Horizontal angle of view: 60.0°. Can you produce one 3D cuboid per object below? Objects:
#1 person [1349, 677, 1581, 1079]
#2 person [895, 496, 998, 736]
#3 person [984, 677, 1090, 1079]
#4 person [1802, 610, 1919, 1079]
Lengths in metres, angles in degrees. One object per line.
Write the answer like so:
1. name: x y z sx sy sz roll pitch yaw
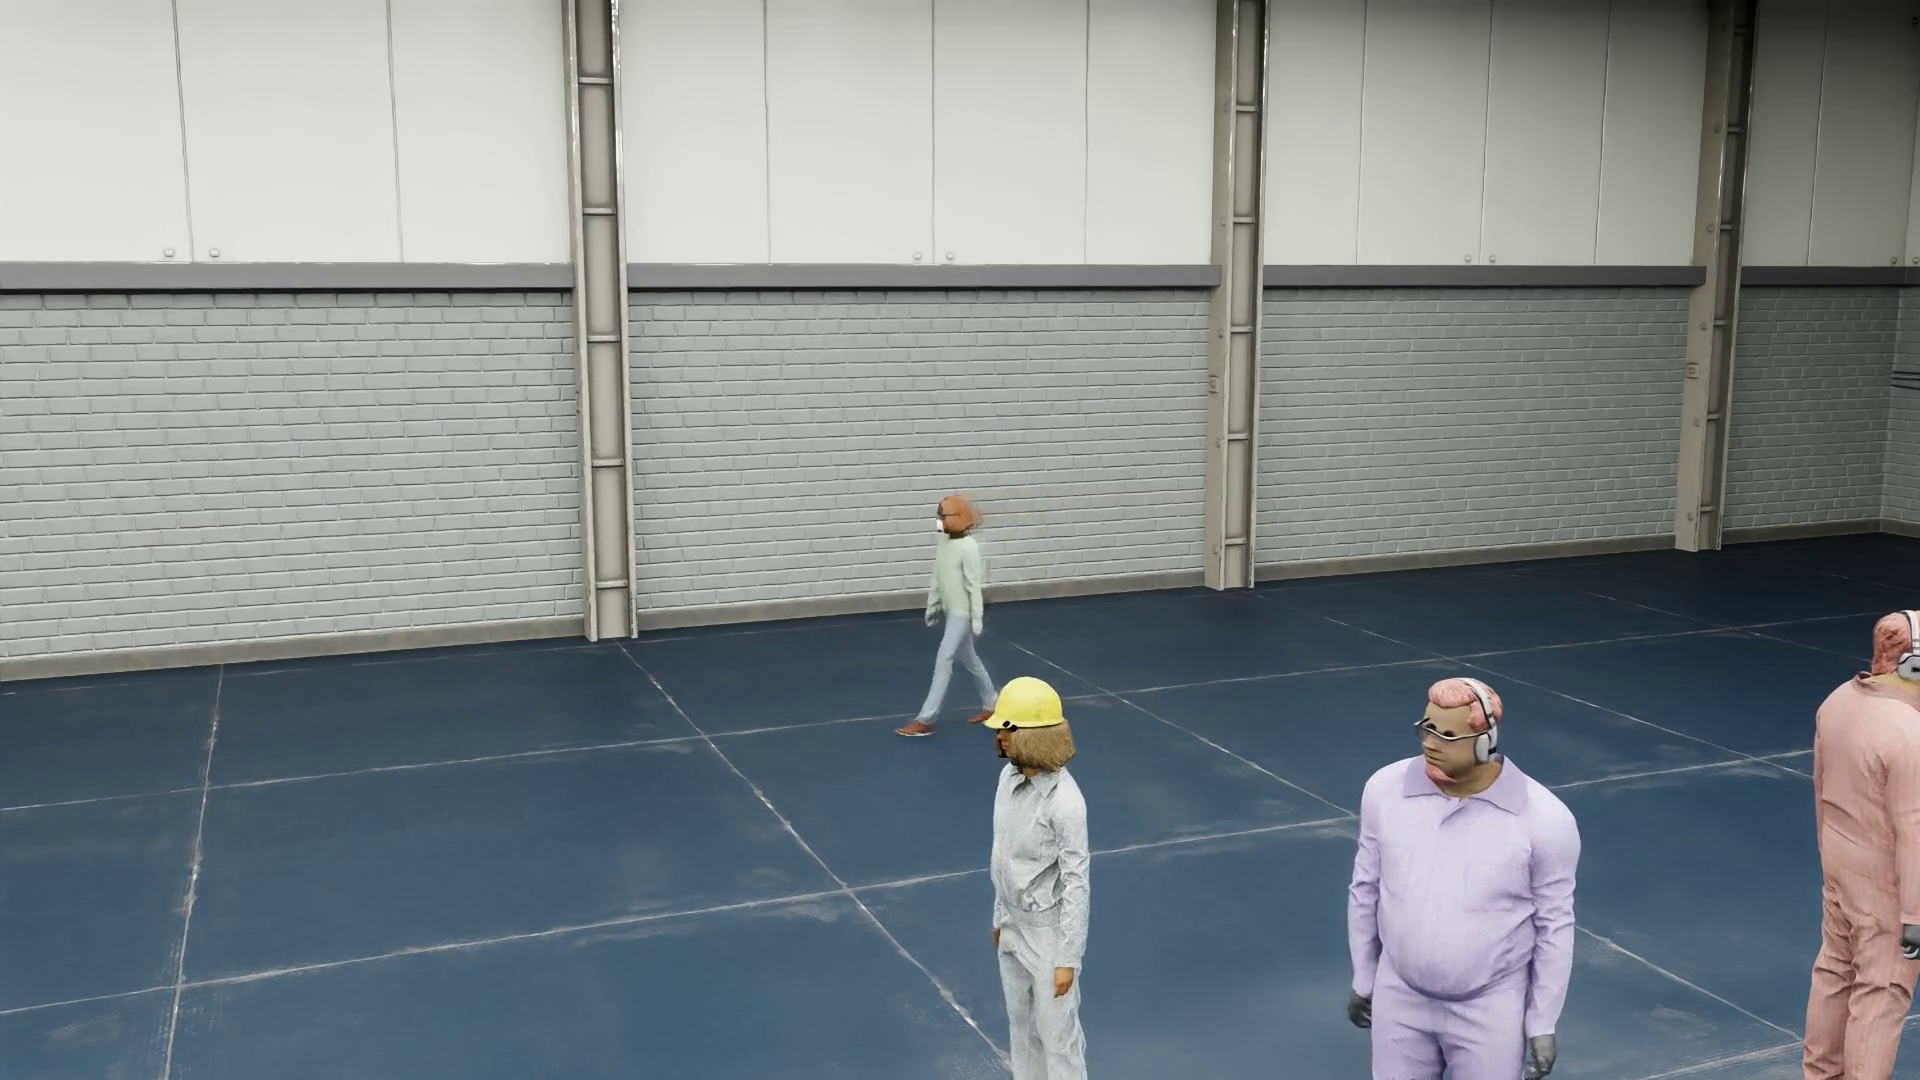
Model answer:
1. person: 1.416 1.327 4.817 0.643 1.905 0.399 6 11 35
2. person: -0.053 0.492 11.053 0.837 1.586 0.513 -4 10 -21
3. person: 0.238 1.301 5.477 0.323 1.743 0.489 -4 10 -26
4. person: 3.199 1.179 5.741 0.404 1.904 0.652 0 9 3
